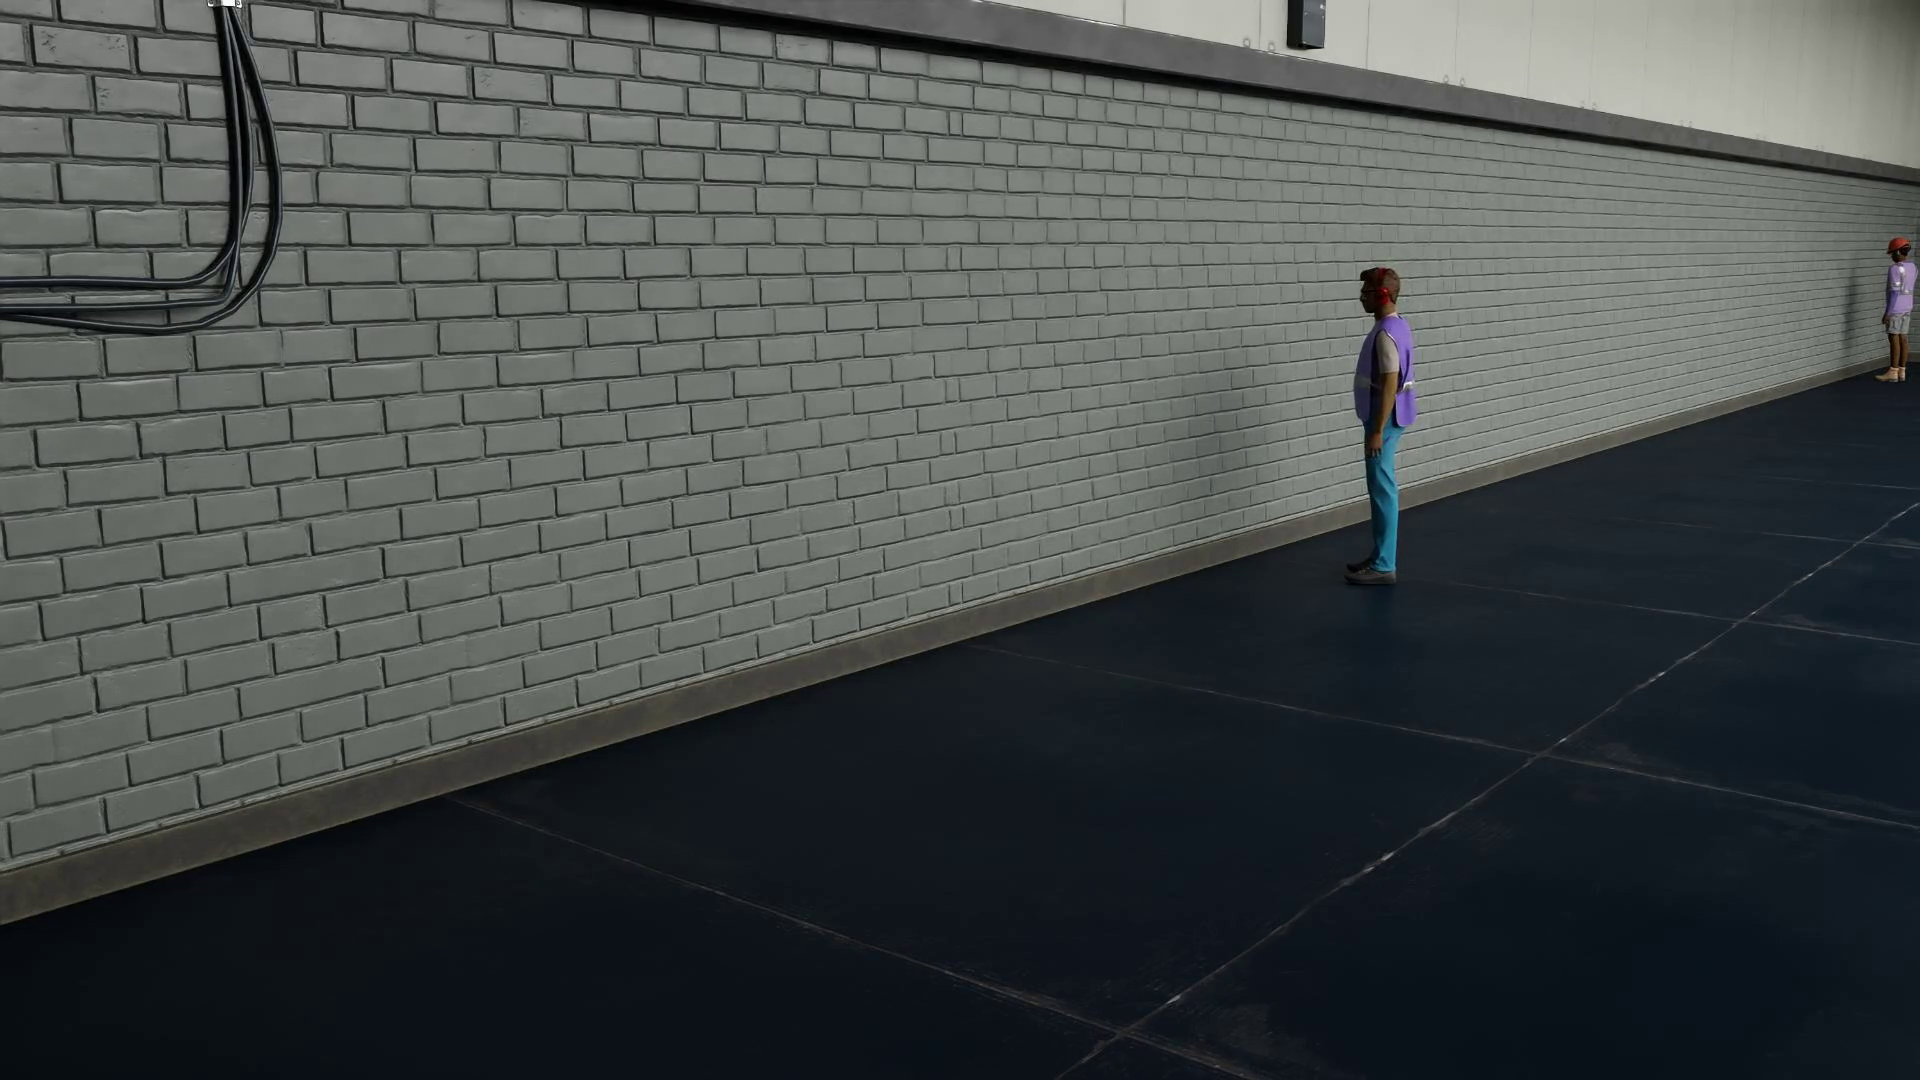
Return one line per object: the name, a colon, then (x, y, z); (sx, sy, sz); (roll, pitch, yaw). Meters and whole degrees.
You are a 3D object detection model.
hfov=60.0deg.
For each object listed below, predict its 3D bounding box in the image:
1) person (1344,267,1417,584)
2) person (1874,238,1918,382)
person: (2.486, -0.669, 9.766); (0.375, 1.841, 0.575); (3, 11, 16)
person: (13.316, -3.273, 23.675); (0.609, 2.031, 0.408); (-7, 12, -34)
